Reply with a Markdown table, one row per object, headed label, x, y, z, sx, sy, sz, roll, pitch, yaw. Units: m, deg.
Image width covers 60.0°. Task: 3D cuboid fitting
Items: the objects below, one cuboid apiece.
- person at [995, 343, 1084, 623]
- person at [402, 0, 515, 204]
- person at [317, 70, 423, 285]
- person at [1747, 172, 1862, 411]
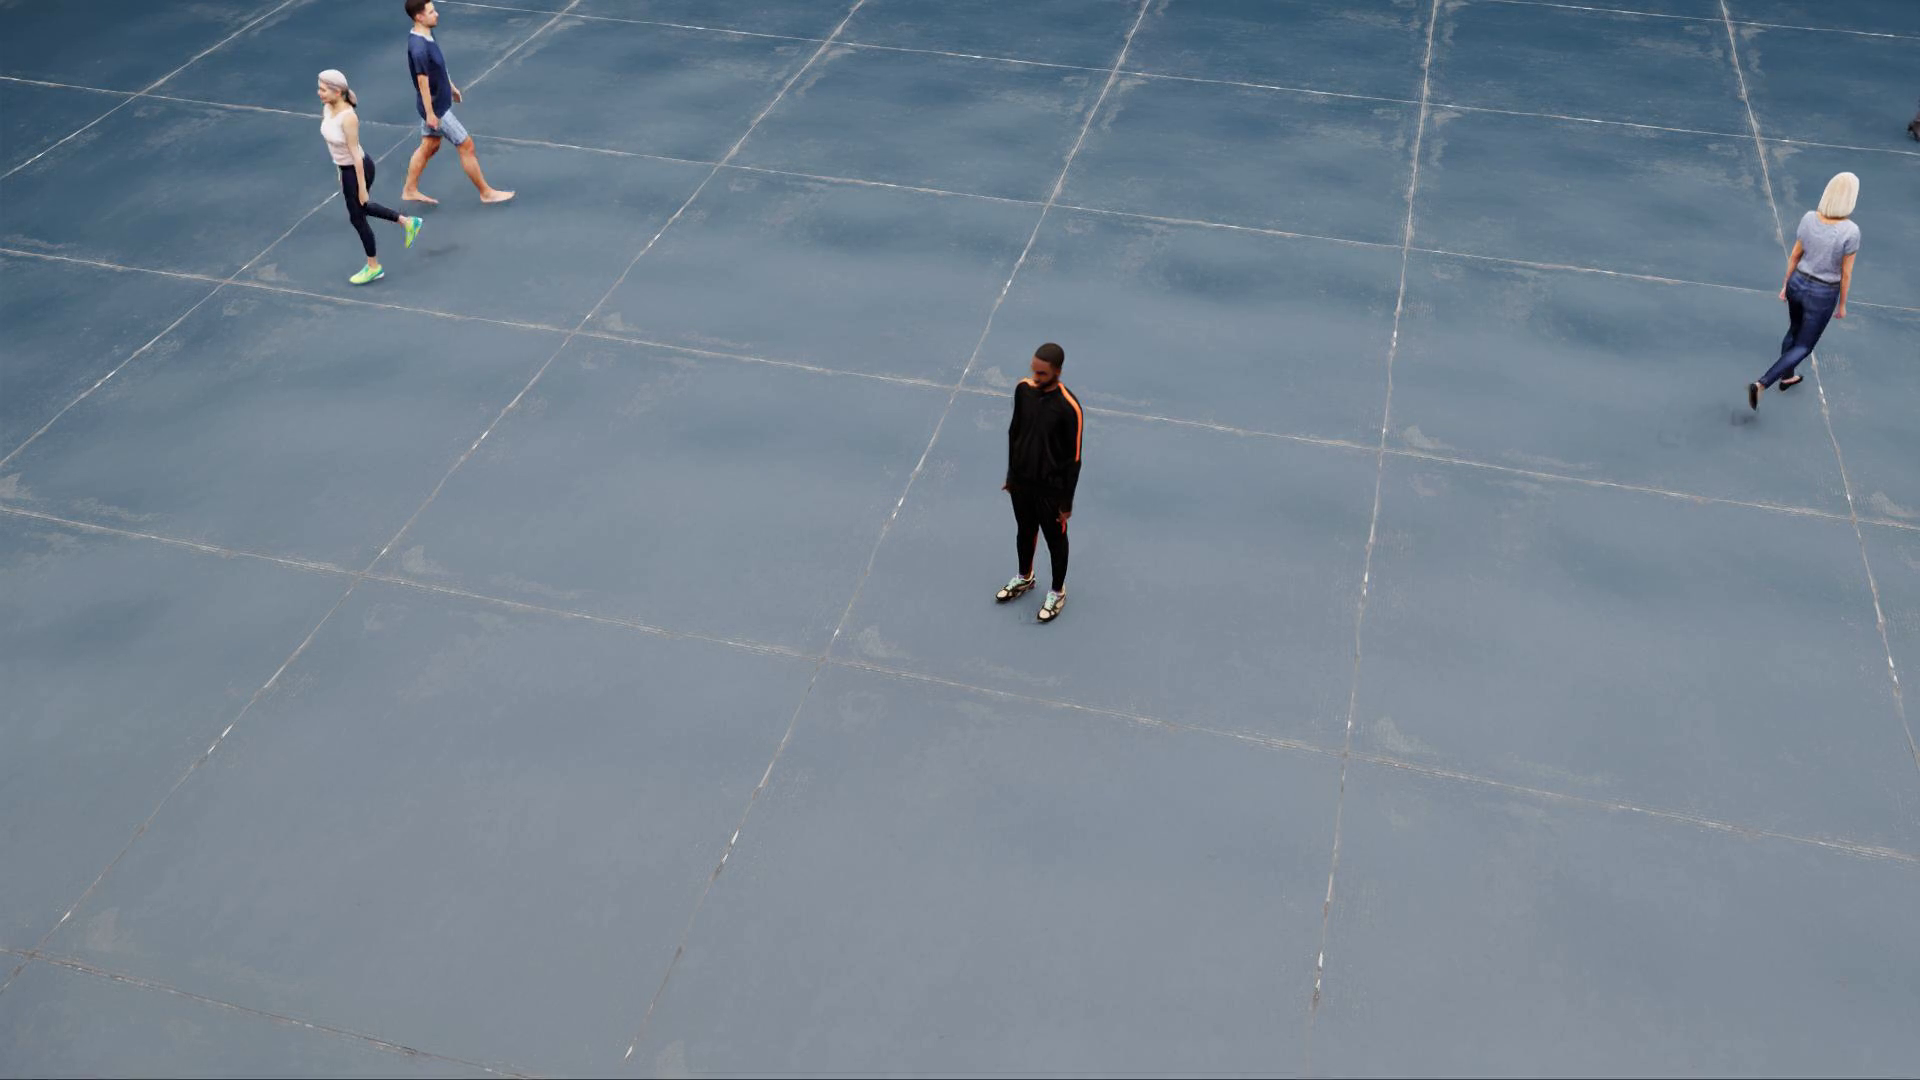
| label | x | y | z | sx | sy | sz | roll | pitch | yaw |
| --- | --- | --- | --- | --- | --- | --- | --- | --- | --- |
| person | 0.477 | -0.352 | 9.537 | 0.692 | 1.810 | 0.670 | 26 | 45 | 30 |
| person | -4.383 | -3.548 | 13.631 | 1.060 | 1.800 | 1.185 | -8 | 39 | -10 |
| person | -4.561 | -2.823 | 12.797 | 1.024 | 1.686 | 0.922 | -25 | 44 | -28 |
| person | 5.745 | -1.647 | 11.281 | 1.072 | 1.701 | 1.007 | -21 | 43 | -24 |
